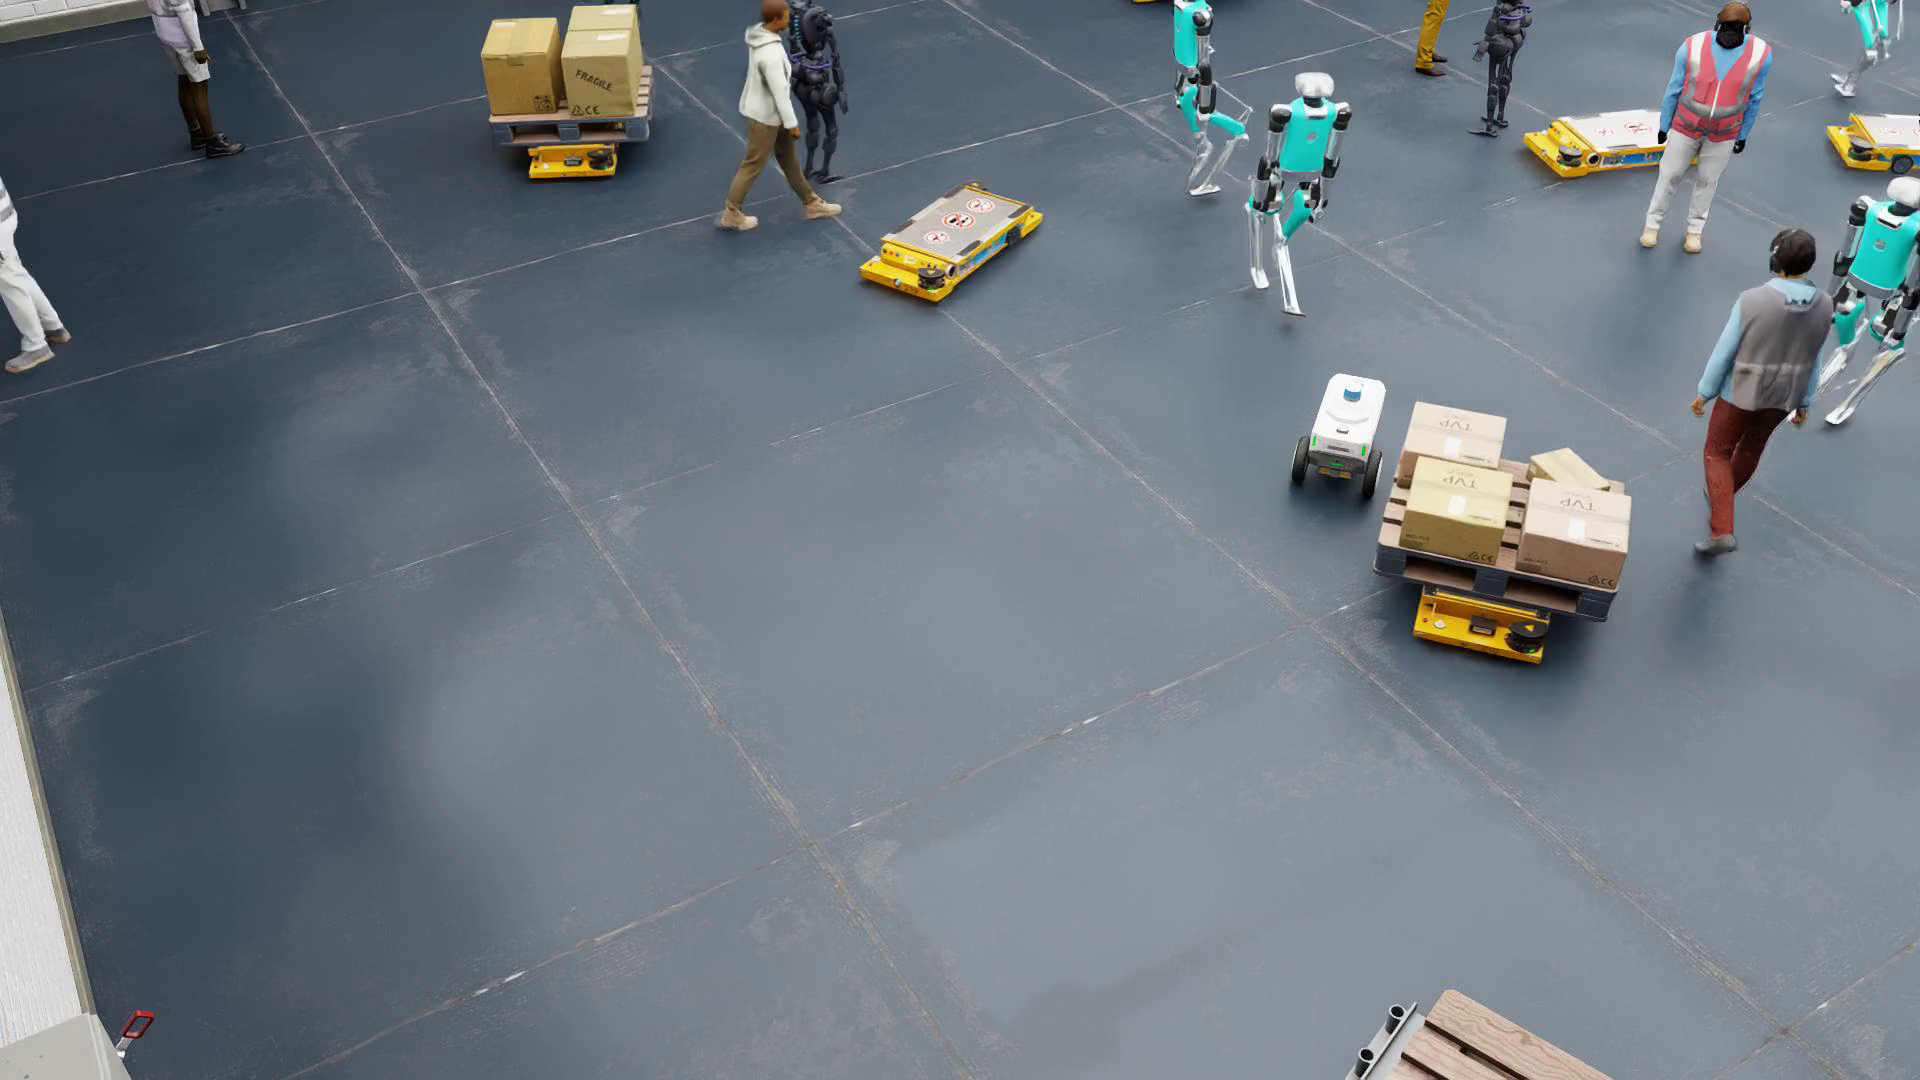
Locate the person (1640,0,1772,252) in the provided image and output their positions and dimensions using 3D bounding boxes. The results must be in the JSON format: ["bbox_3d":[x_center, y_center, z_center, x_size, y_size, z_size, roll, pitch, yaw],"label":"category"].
[{"bbox_3d":[5.231,-2.892,11.688,0.630,1.835,0.432,13,40,16],"label":"person"}]

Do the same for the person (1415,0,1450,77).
[{"bbox_3d":[4.184,-4.882,14.265,0.342,1.747,0.530,10,39,12],"label":"person"}]

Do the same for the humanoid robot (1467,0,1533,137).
[{"bbox_3d":[4.344,-4.060,13.272,0.315,1.653,0.599,27,46,30],"label":"humanoid robot"}]

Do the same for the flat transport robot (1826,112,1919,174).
[{"bbox_3d":[7.755,-3.141,13.256,1.431,0.231,0.659,4,39,6],"label":"flat transport robot"}]

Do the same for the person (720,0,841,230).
[{"bbox_3d":[-1.373,-3.047,11.966,0.913,1.719,0.531,-6,39,-8],"label":"person"}]

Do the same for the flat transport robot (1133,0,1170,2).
[{"bbox_3d":[2.195,-5.549,16.293,1.431,0.231,0.659,-15,41,-18],"label":"flat transport robot"}]

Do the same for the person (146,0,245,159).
[{"bbox_3d":[-6.022,-3.934,12.916,0.550,1.932,0.374,31,48,33],"label":"person"}]

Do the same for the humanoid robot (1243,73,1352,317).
[{"bbox_3d":[2.163,-2.346,11.053,0.548,1.729,0.988,-6,39,-7],"label":"humanoid robot"}]

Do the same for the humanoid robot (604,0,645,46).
[{"bbox_3d":[-2.990,-5.164,14.668,0.599,1.646,0.433,-16,41,-20],"label":"humanoid robot"}]

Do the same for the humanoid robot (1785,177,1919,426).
[{"bbox_3d":[5.477,-1.388,9.865,0.771,1.768,0.543,-23,44,-26],"label":"humanoid robot"}]

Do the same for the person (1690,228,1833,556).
[{"bbox_3d":[4.317,-0.770,9.000,0.595,1.850,0.765,1,38,1],"label":"person"}]

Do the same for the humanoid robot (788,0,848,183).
[{"bbox_3d":[-1.092,-3.481,12.553,0.325,1.657,0.601,-31,48,-33],"label":"humanoid robot"}]

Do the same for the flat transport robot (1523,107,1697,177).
[{"bbox_3d":[5.329,-3.187,13.313,1.431,0.231,0.659,-8,39,-10],"label":"flat transport robot"}]

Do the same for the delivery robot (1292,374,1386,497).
[{"bbox_3d":[2.290,-0.640,9.884,0.499,0.614,0.808,13,40,15],"label":"delivery robot"}]

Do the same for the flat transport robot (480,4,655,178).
[{"bbox_3d":[-3.091,-3.328,13.491,0.659,0.231,1.431,-3,39,-4],"label":"flat transport robot"}]

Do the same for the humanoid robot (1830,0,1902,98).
[{"bbox_3d":[7.636,-4.461,13.729,0.544,1.777,0.782,-9,39,-11],"label":"humanoid robot"}]

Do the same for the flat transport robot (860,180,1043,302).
[{"bbox_3d":[-0.045,-2.181,12.044,0.659,0.231,1.431,22,44,26],"label":"flat transport robot"}]

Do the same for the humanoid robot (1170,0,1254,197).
[{"bbox_3d":[1.888,-3.266,12.309,0.740,1.884,0.543,-11,40,-14],"label":"humanoid robot"}]

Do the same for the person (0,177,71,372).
[{"bbox_3d":[-6.112,-1.965,10.478,0.384,1.882,0.603,-17,41,-20],"label":"person"}]

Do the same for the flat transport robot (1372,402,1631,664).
[{"bbox_3d":[2.932,0.106,9.158,0.659,0.231,1.431,13,40,15],"label":"flat transport robot"}]
